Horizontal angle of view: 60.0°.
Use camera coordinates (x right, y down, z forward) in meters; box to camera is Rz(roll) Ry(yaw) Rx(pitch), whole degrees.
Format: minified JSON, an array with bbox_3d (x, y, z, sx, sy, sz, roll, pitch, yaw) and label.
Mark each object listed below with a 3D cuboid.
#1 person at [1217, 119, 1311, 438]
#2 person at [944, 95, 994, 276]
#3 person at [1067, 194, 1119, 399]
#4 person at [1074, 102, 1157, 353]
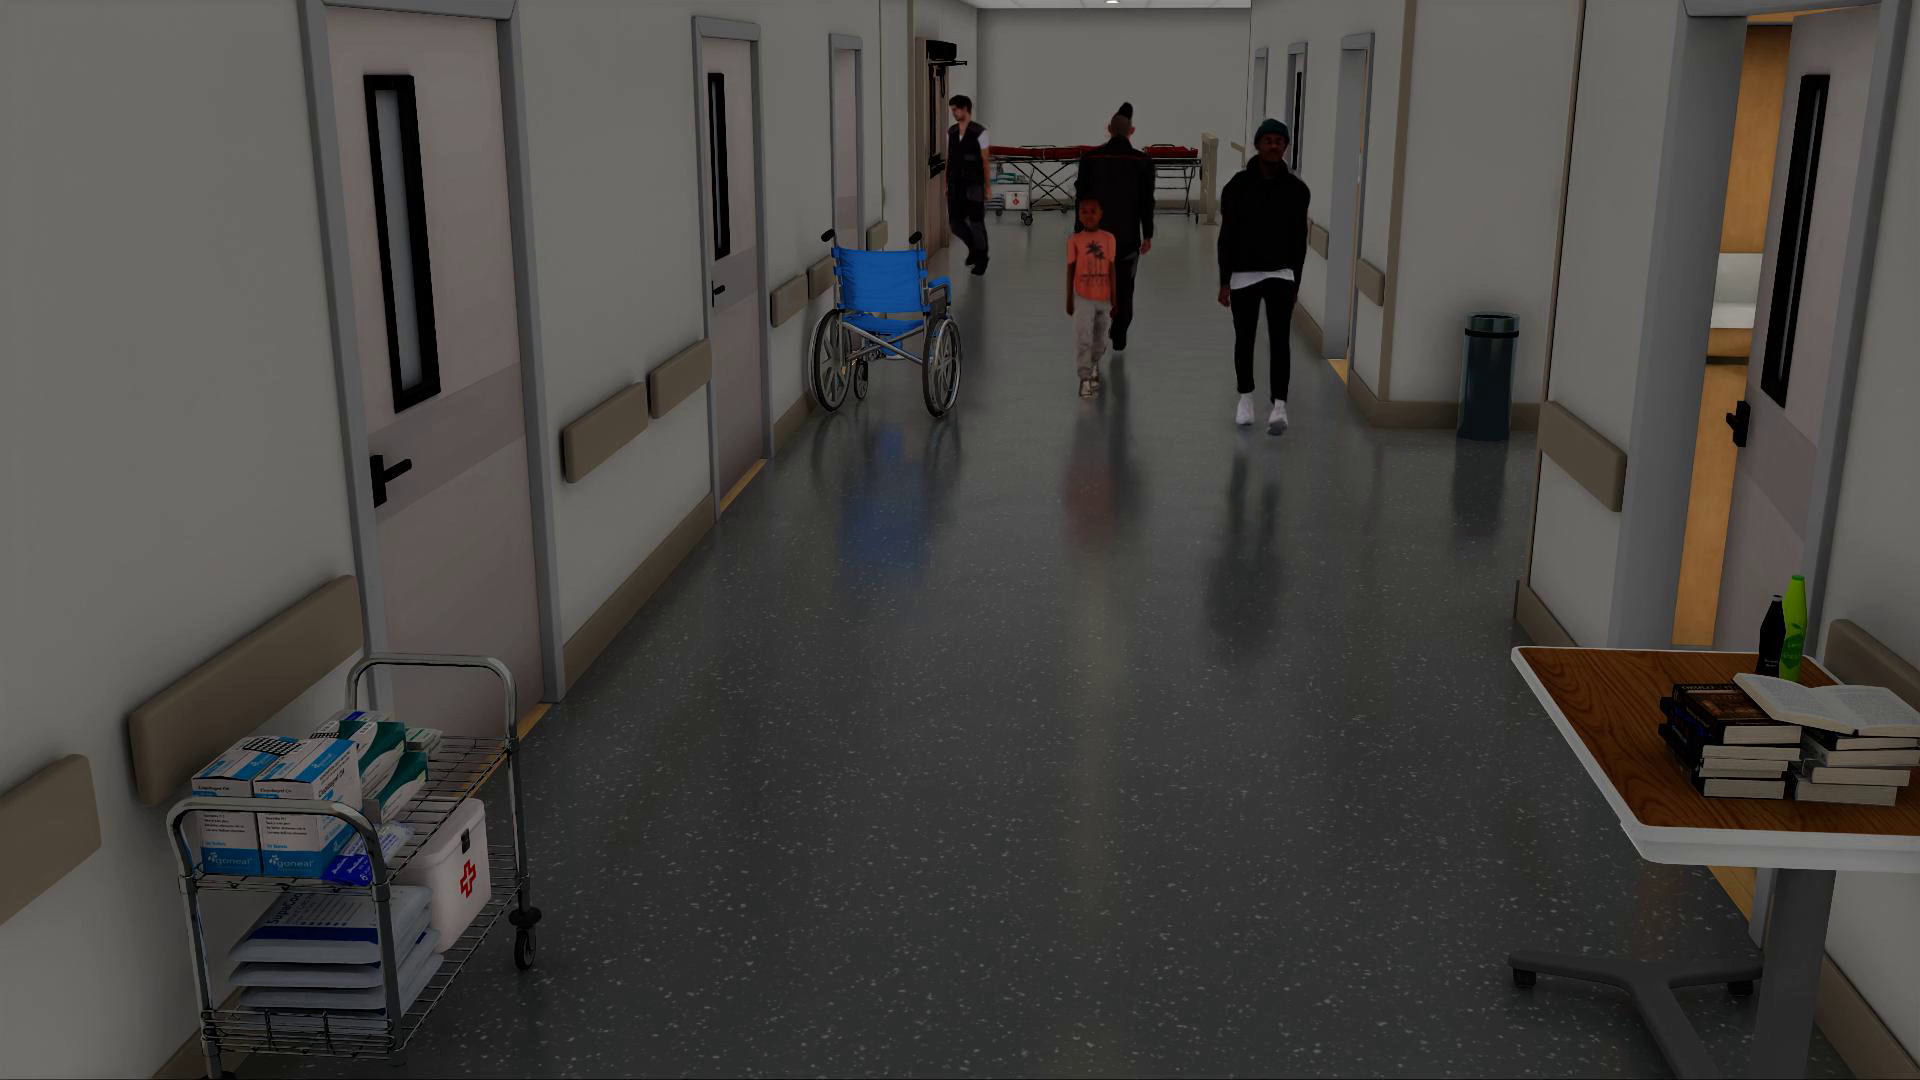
[{"bbox_3d":[1.749,-1.522,9.746,0.694,1.779,1.122,2,16,8],"label":"person"},{"bbox_3d":[0.108,-3.707,17.408,0.888,1.826,0.923,7,17,25],"label":"person"},{"bbox_3d":[0.873,-1.606,10.923,0.541,1.300,0.882,-1,16,-2],"label":"person"},{"bbox_3d":[1.129,-2.263,12.262,0.745,1.839,1.054,1,16,5],"label":"person"}]
